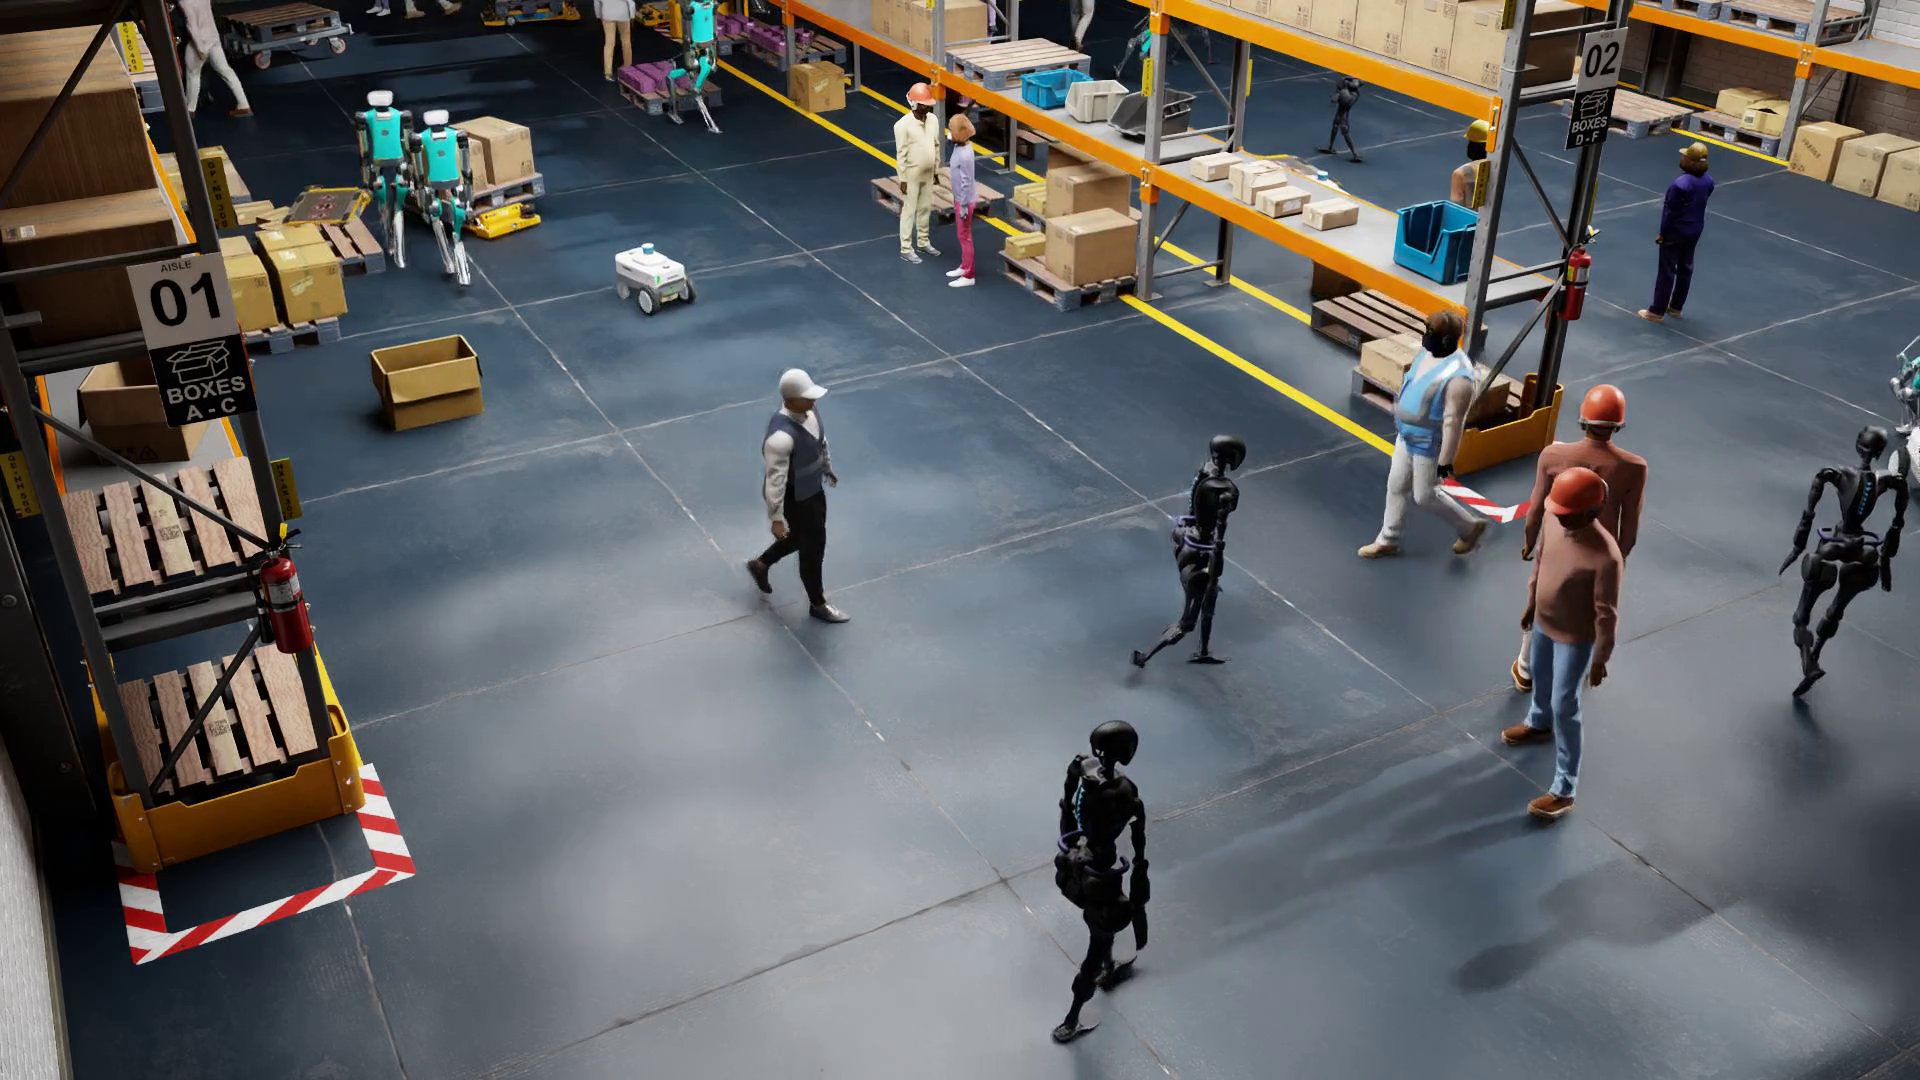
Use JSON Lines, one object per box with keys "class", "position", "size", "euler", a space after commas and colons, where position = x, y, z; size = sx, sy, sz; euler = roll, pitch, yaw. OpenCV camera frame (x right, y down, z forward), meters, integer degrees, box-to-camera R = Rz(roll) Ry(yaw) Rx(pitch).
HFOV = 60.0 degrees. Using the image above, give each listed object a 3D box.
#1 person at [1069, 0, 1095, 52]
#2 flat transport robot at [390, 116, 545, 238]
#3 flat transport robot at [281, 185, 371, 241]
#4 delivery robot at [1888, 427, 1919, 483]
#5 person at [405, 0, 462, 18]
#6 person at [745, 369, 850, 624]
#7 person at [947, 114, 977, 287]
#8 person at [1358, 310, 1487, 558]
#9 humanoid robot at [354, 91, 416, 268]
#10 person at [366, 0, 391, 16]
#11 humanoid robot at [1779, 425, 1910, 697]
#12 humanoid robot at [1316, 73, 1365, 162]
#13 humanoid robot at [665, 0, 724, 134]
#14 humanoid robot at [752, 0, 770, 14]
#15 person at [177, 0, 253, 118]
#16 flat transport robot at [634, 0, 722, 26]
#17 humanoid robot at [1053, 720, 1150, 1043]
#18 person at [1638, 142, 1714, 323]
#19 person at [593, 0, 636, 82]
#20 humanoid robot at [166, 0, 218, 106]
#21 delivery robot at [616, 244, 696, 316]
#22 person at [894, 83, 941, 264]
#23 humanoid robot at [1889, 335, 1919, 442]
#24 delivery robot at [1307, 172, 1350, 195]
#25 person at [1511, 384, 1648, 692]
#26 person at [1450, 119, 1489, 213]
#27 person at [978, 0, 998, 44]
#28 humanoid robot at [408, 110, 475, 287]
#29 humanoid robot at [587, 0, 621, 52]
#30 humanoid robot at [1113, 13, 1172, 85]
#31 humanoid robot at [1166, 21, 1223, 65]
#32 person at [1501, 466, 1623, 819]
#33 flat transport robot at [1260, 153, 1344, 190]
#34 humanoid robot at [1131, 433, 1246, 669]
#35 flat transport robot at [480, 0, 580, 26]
{"class": "person", "position": [1.671, -7.728, 23.255], "size": [0.582, 1.875, 0.723], "euler": [13, 32, 21]}
{"class": "flat transport robot", "position": [-5.125, -3.477, 17.463], "size": [1.431, 0.231, 0.659], "euler": [22, 37, 34]}
{"class": "flat transport robot", "position": [-6.594, -3.390, 17.311], "size": [0.659, 0.231, 1.431], "euler": [-4, 30, -7]}
{"class": "delivery robot", "position": [7.110, -0.529, 12.033], "size": [0.499, 0.585, 0.784], "euler": [6, 30, 11]}
{"class": "person", "position": [-8.202, -8.928, 25.414], "size": [0.852, 1.796, 0.636], "euler": [-22, 36, -33]}
{"class": "person", "position": [-1.054, -0.302, 10.455], "size": [0.692, 1.738, 0.745], "euler": [8, 31, 14]}
{"class": "person", "position": [0.017, -3.181, 15.587], "size": [0.280, 1.628, 0.501], "euler": [-3, 30, -5]}
{"class": "person", "position": [3.159, -0.671, 11.024], "size": [0.756, 1.819, 0.630], "euler": [-5, 30, -8]}
{"class": "humanoid robot", "position": [-5.563, -3.516, 16.115], "size": [0.541, 1.801, 0.911], "euler": [-16, 33, -25]}
{"class": "person", "position": [-9.052, -8.907, 25.541], "size": [0.268, 1.632, 0.503], "euler": [-26, 39, -37]}
{"class": "humanoid robot", "position": [5.202, 0.140, 9.765], "size": [0.615, 1.632, 0.618], "euler": [6, 30, 11]}
{"class": "humanoid robot", "position": [4.418, -5.167, 19.020], "size": [0.610, 1.639, 0.600], "euler": [15, 33, 24]}
{"class": "humanoid robot", "position": [-3.310, -5.817, 20.118], "size": [1.018, 1.774, 0.530], "euler": [21, 36, 32]}
{"class": "humanoid robot", "position": [-3.146, -8.894, 25.465], "size": [0.695, 1.845, 0.532], "euler": [9, 31, 15]}
{"class": "person", "position": [-9.352, -6.132, 20.467], "size": [0.999, 1.883, 0.617], "euler": [4, 30, 8]}
{"class": "flat transport robot", "position": [-4.281, -8.127, 25.557], "size": [1.431, 0.231, 0.659], "euler": [-16, 33, -25]}
{"class": "humanoid robot", "position": [0.672, 1.484, 7.427], "size": [0.633, 1.635, 0.612], "euler": [-19, 35, -29]}
{"class": "person", "position": [6.403, -2.743, 14.821], "size": [0.463, 1.623, 0.335], "euler": [-15, 33, -24]}
{"class": "person", "position": [-4.606, -7.016, 22.184], "size": [0.575, 1.698, 0.900], "euler": [1, 30, 1]}
{"class": "humanoid robot", "position": [-9.811, -6.401, 21.175], "size": [0.751, 1.628, 0.586], "euler": [23, 37, 35]}
{"class": "delivery robot", "position": [-2.842, -2.433, 15.349], "size": [0.760, 0.586, 0.499], "euler": [26, 39, 38]}
{"class": "person", "position": [-0.386, -3.561, 16.131], "size": [0.343, 1.743, 0.555], "euler": [26, 39, 37]}
{"class": "humanoid robot", "position": [7.399, -1.532, 12.532], "size": [0.700, 1.720, 0.532], "euler": [-3, 30, -5]}
{"class": "delivery robot", "position": [3.734, -3.505, 17.229], "size": [0.499, 0.598, 0.798], "euler": [-10, 31, -17]}
{"class": "person", "position": [3.576, 0.024, 9.636], "size": [0.615, 1.997, 0.374], "euler": [8, 31, 14]}
{"class": "person", "position": [4.394, -2.683, 14.418], "size": [0.591, 1.926, 0.363], "euler": [-17, 34, -27]}
{"class": "person", "position": [0.249, -6.753, 21.518], "size": [0.411, 1.913, 0.640], "euler": [-24, 38, -35]}
{"class": "humanoid robot", "position": [-4.821, -3.205, 15.540], "size": [0.535, 1.742, 1.011], "euler": [-11, 32, -19]}
{"class": "humanoid robot", "position": [-5.007, -7.822, 23.621], "size": [0.609, 1.636, 0.612], "euler": [-8, 31, -14]}
{"class": "humanoid robot", "position": [2.433, -6.883, 21.938], "size": [0.970, 1.768, 0.558], "euler": [6, 30, 10]}
{"class": "humanoid robot", "position": [3.249, -7.334, 22.811], "size": [0.780, 1.622, 0.613], "euler": [11, 32, 18]}
{"class": "person", "position": [3.252, 0.500, 8.874], "size": [0.563, 1.949, 0.790], "euler": [-8, 31, -13]}
{"class": "flat transport robot", "position": [3.611, -3.971, 18.322], "size": [0.659, 0.231, 1.431], "euler": [-9, 31, -15]}
{"class": "humanoid robot", "position": [1.352, 0.076, 9.897], "size": [0.634, 1.623, 0.617], "euler": [-3, 30, -6]}
{"class": "flat transport robot", "position": [-6.593, -8.073, 25.464], "size": [1.431, 0.231, 0.659], "euler": [-10, 31, -17]}
